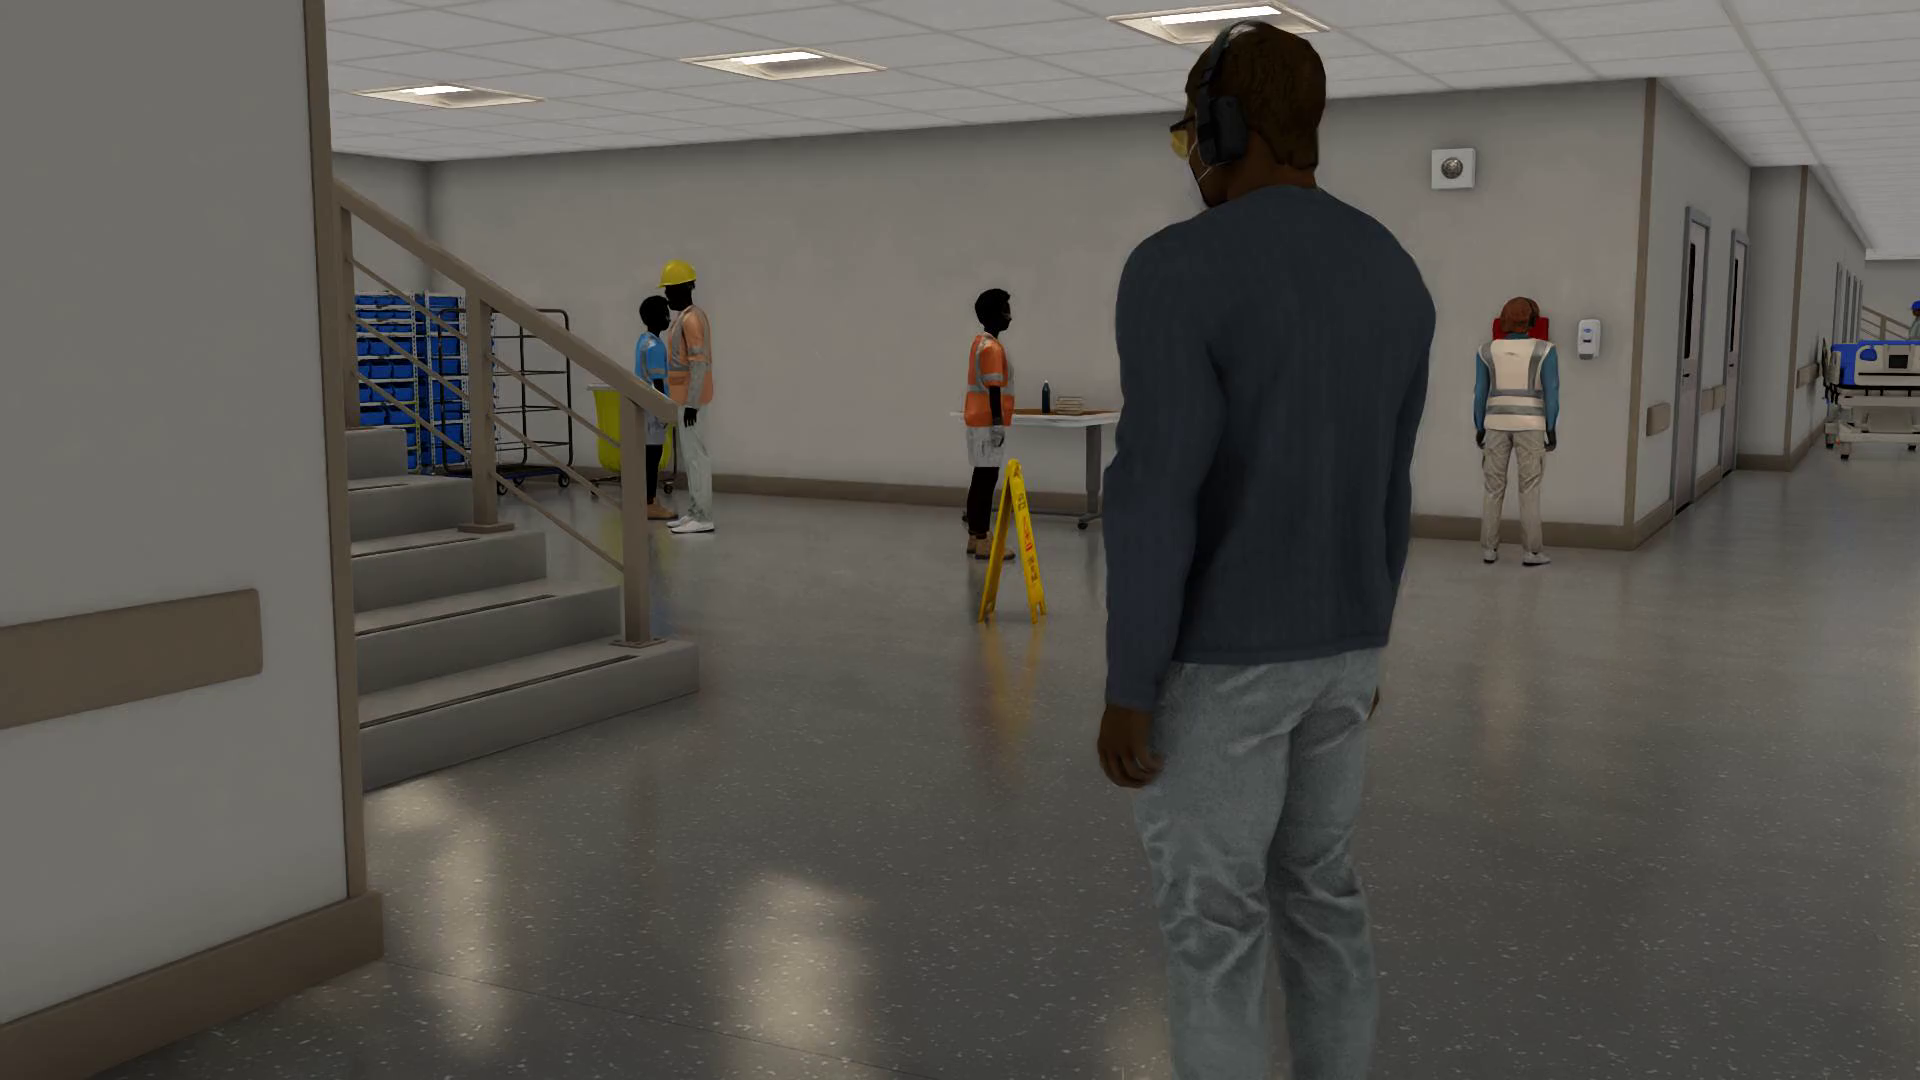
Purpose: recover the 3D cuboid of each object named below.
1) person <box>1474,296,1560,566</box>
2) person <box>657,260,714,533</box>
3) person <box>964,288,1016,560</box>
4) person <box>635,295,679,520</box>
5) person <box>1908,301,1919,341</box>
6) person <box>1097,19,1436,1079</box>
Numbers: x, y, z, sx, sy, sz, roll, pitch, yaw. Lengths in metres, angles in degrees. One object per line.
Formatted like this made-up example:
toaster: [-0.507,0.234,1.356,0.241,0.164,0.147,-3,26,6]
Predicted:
person: [3.393,-0.661,10.164,0.513,1.642,0.313,5,9,36]
person: [-1.933,-1.005,11.740,0.379,1.920,0.594,-2,8,-14]
person: [0.190,-0.726,10.454,0.317,1.695,0.540,-1,8,-9]
person: [-2.299,-0.988,12.514,0.319,1.690,0.535,-3,8,-20]
person: [19.553,-3.907,33.979,0.409,1.943,0.614,1,7,8]
person: [0.463,0.186,2.564,0.635,1.931,0.378,-6,9,-38]
